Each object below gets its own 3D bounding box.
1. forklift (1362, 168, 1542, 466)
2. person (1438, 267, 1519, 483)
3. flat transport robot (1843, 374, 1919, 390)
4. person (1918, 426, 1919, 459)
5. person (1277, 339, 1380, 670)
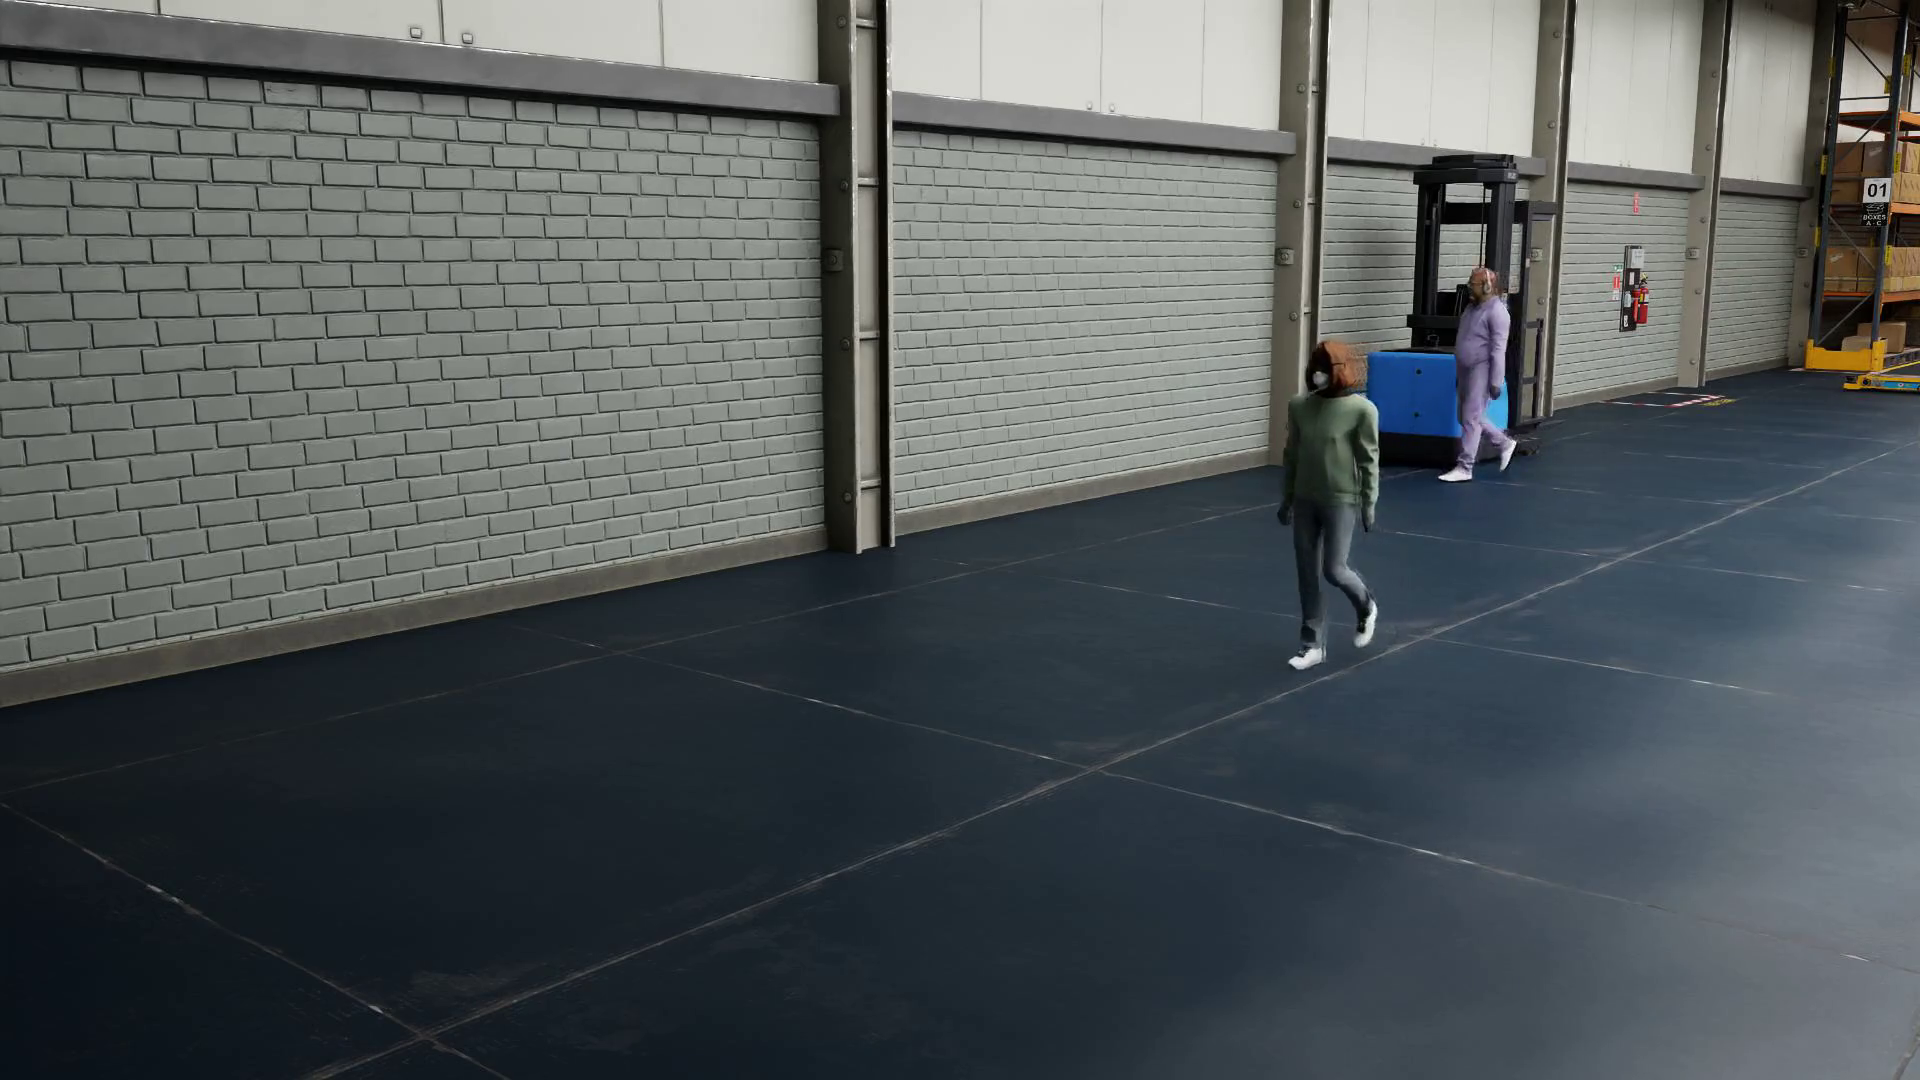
[{"bbox_3d":[4.875,-2.212,16.287,1.129,2.768,1.873,8,13,40],"label":"forklift"},{"bbox_3d":[4.623,-1.460,14.701,0.713,1.889,0.654,-1,10,-6],"label":"person"},{"bbox_3d":[13.633,-2.266,24.016,1.431,0.197,0.652,8,13,40],"label":"flat transport robot"},{"bbox_3d":[6.149,-0.584,10.130,0.542,1.740,0.726,5,11,28],"label":"person"},{"bbox_3d":[1.836,-0.184,8.214,0.477,1.620,0.504,-9,14,-43],"label":"person"}]
